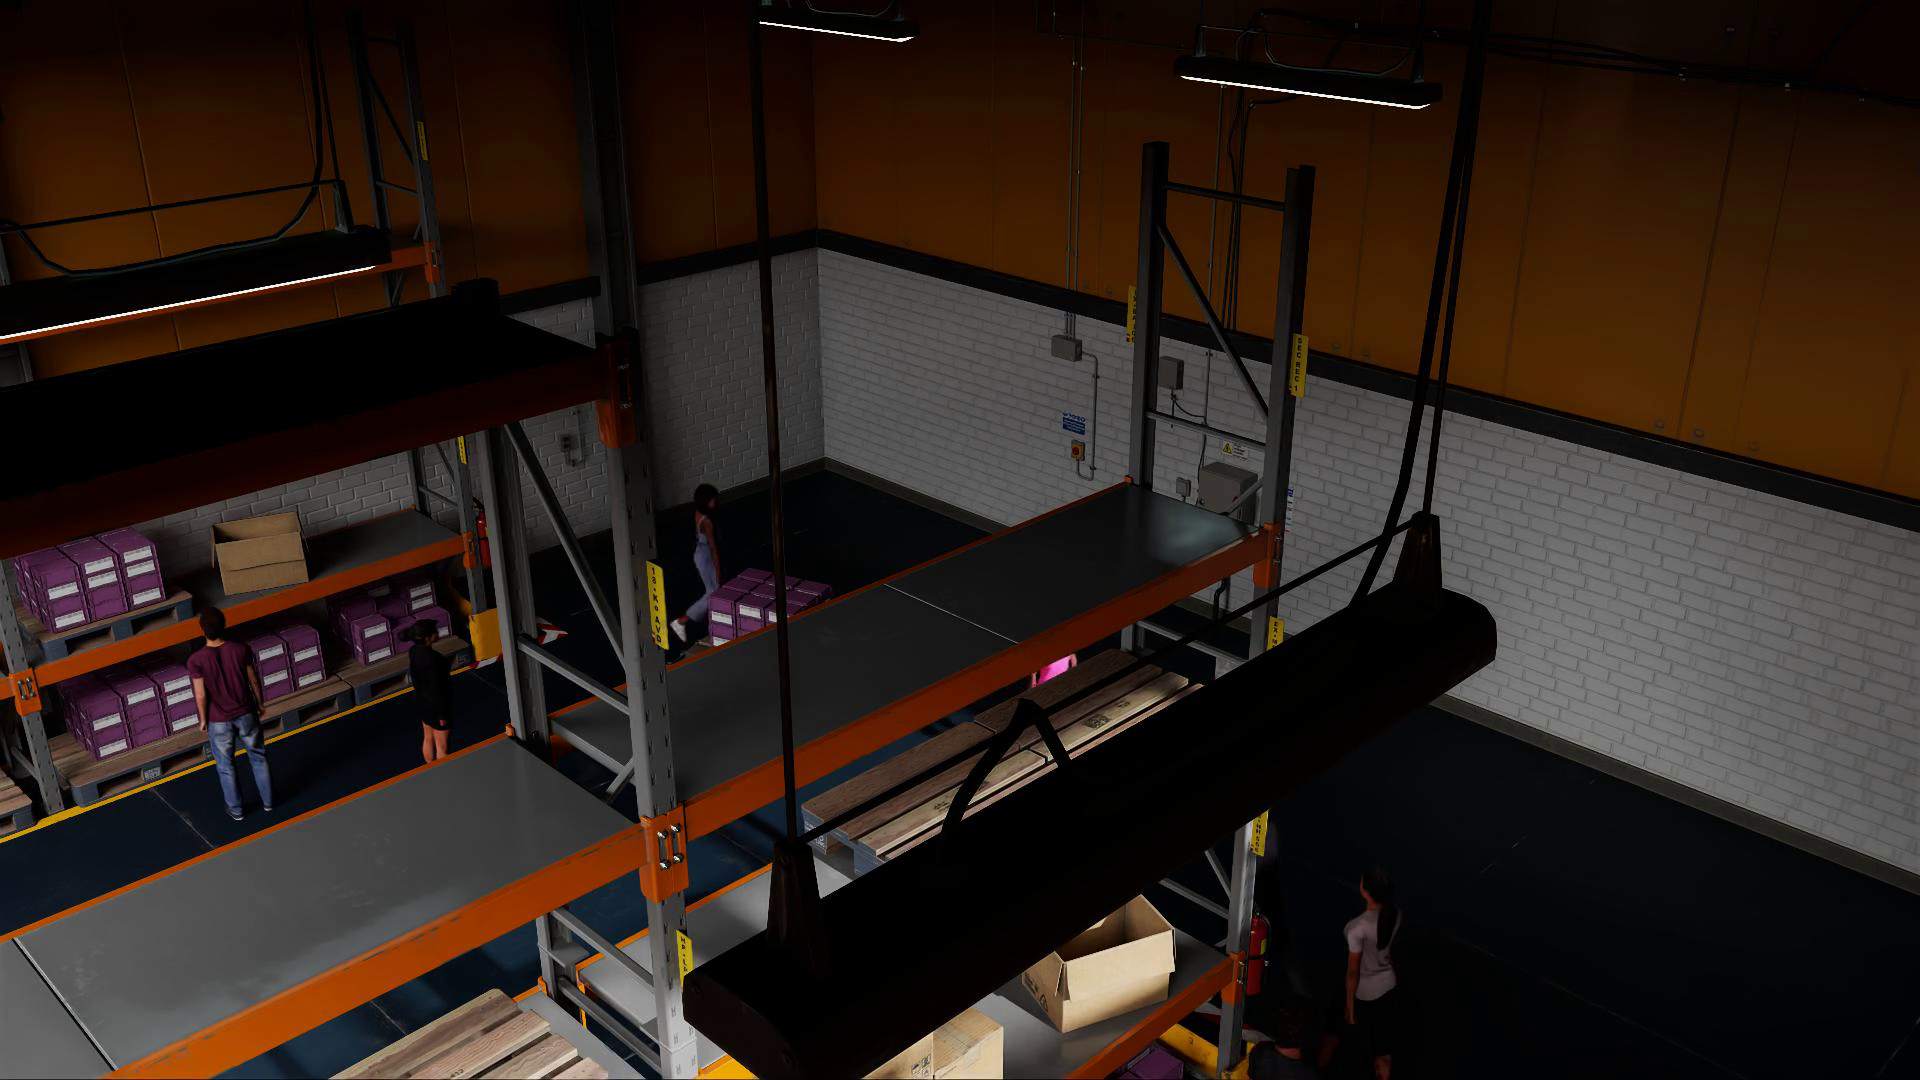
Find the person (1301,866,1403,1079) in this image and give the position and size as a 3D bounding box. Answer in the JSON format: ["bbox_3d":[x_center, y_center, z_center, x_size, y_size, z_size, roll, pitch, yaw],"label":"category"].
[{"bbox_3d":[2.589,2.847,10.291,0.987,1.717,0.840,-13,27,-28],"label":"person"}]

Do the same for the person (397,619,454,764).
[{"bbox_3d":[-4.324,1.396,13.706,0.611,1.639,0.562,-19,30,-37],"label":"person"}]

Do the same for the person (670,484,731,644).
[{"bbox_3d":[-2.526,0.259,16.259,1.005,1.678,0.853,-8,25,-18],"label":"person"}]

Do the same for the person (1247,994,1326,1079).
[{"bbox_3d":[1.740,3.315,9.170,0.652,1.756,1.106,21,31,39],"label":"person"}]

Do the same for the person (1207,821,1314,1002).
[{"bbox_3d":[2.075,2.515,11.070,0.957,1.700,1.250,14,27,28],"label":"person"}]

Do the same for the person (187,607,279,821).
[{"bbox_3d":[-5.888,1.392,13.446,0.564,1.855,0.765,-14,27,-30],"label":"person"}]
